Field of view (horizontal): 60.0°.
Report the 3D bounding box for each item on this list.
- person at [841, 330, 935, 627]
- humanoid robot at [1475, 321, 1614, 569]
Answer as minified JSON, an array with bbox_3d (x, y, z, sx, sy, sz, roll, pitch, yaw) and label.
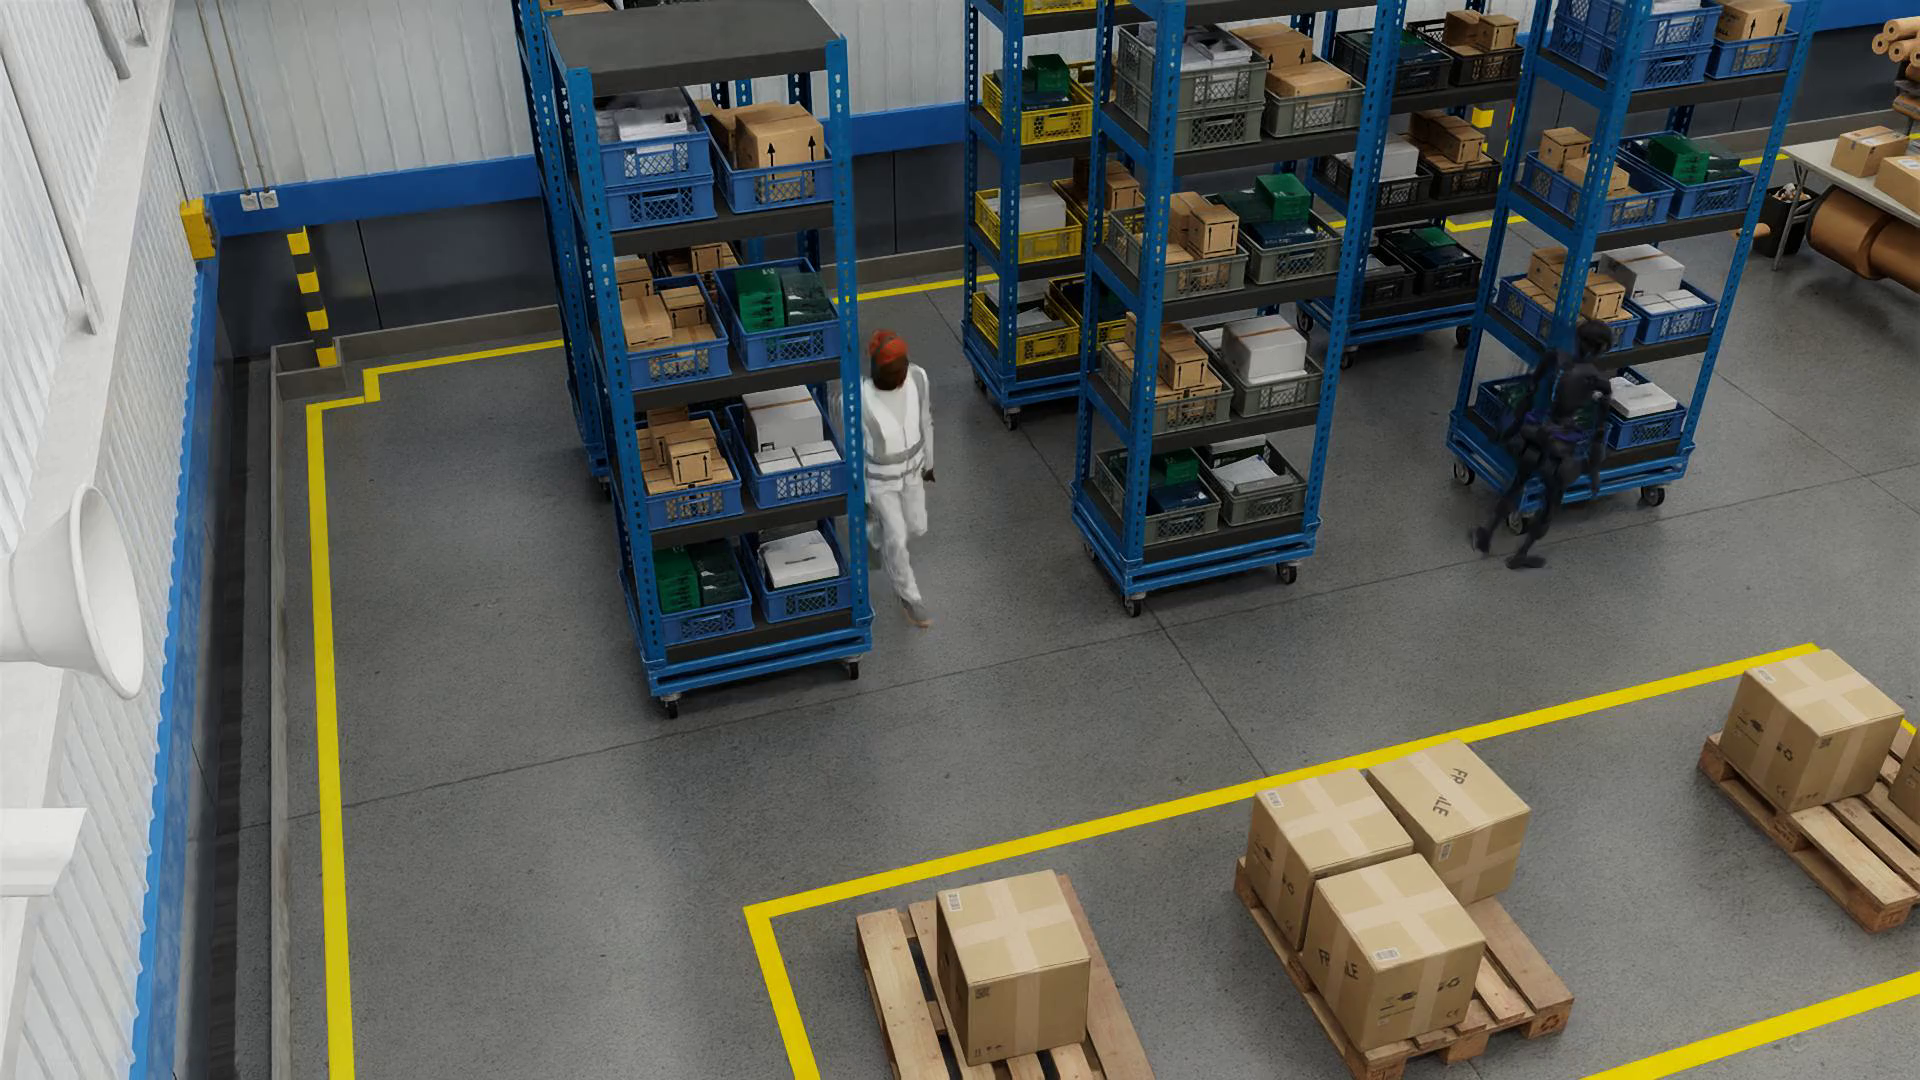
[{"bbox_3d":[-0.431,-0.391,9.232,0.594,1.856,0.647,-25,42,-31],"label":"person"},{"bbox_3d":[3.416,-0.553,9.632,0.397,1.624,0.668,-18,39,-24],"label":"humanoid robot"}]
